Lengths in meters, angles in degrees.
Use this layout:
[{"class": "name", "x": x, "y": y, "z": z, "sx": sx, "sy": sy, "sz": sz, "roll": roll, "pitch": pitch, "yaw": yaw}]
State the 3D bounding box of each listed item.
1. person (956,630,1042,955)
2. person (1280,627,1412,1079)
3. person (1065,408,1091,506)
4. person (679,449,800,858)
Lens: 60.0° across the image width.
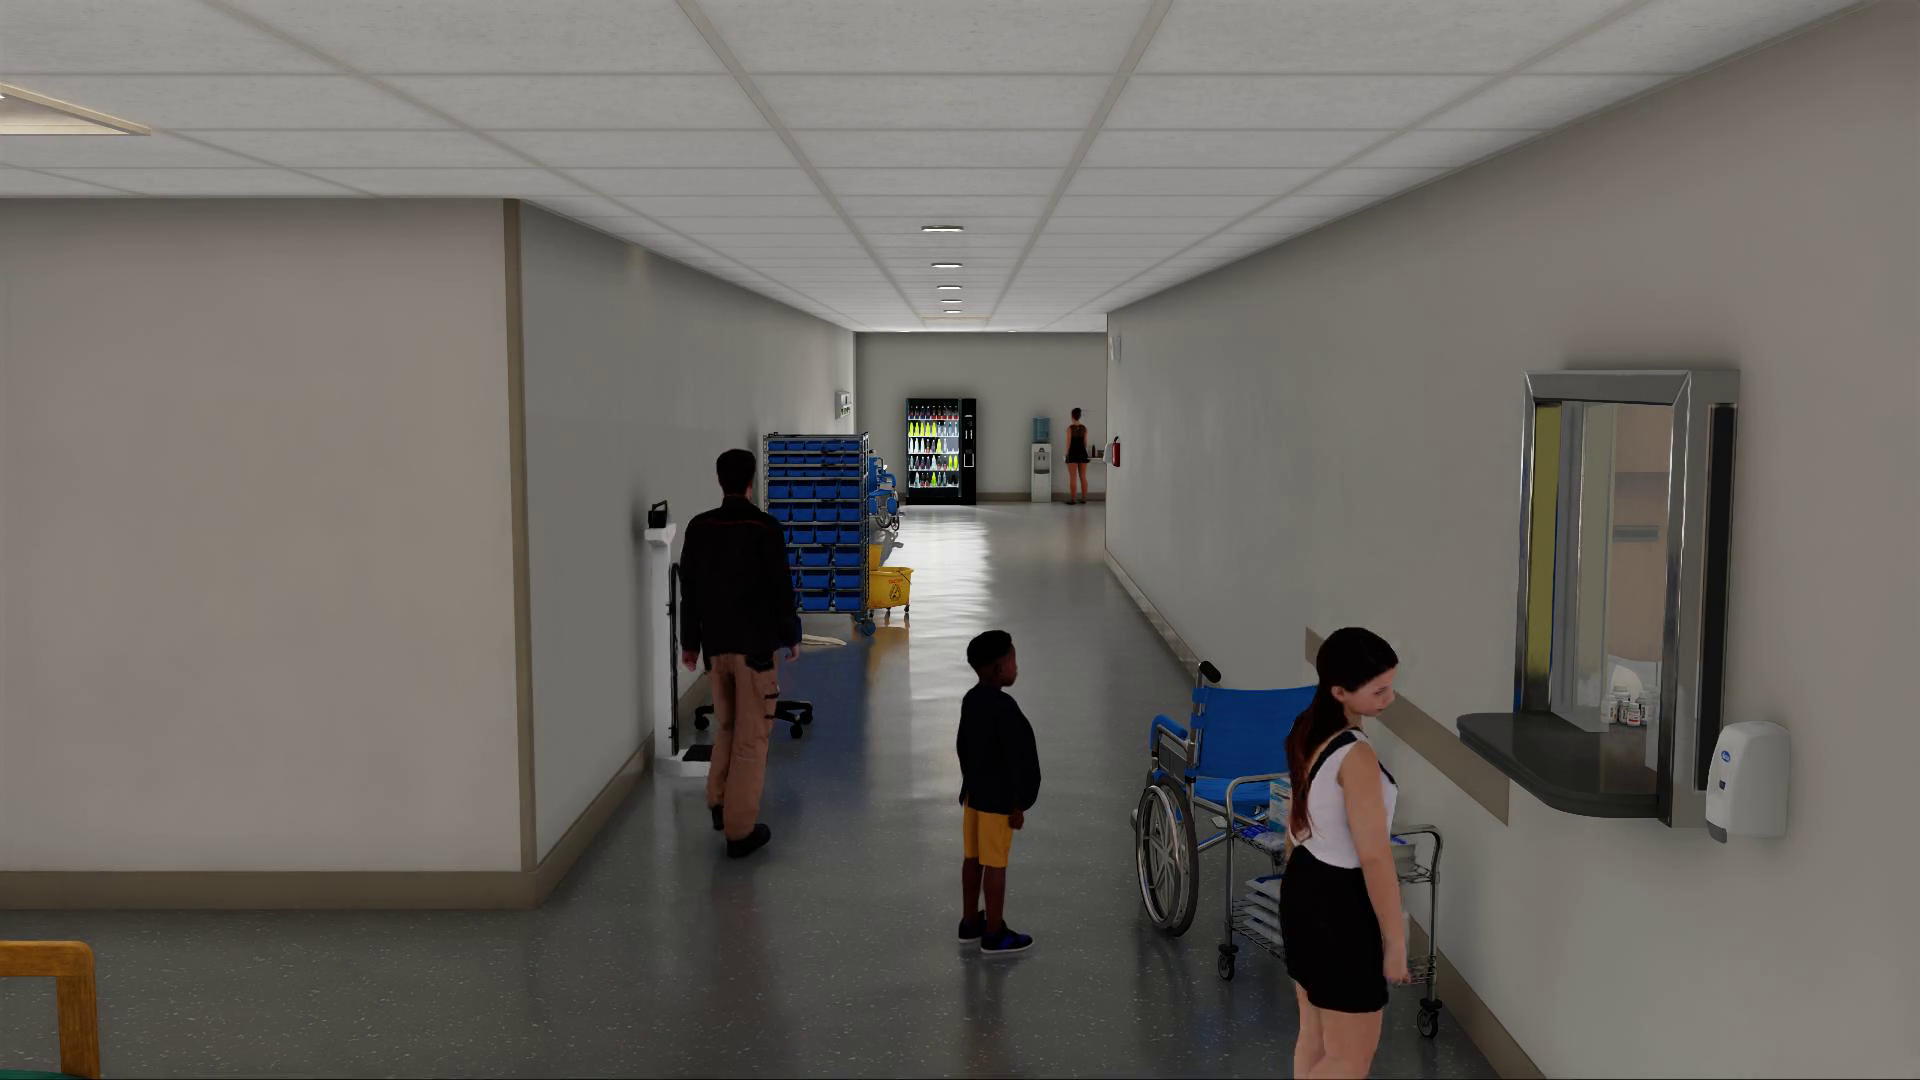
[{"class": "person", "x": 0.115, "y": 0.985, "z": 6.600, "sx": 0.657, "sy": 1.269, "sz": 0.615, "roll": -4, "pitch": 7, "yaw": -33}, {"class": "person", "x": 0.992, "y": 1.020, "z": 4.448, "sx": 0.762, "sy": 1.629, "sz": 0.740, "roll": -4, "pitch": 7, "yaw": -34}, {"class": "person", "x": 2.017, "y": -1.450, "z": 28.778, "sx": 0.625, "sy": 1.674, "sz": 0.725, "roll": -3, "pitch": 6, "yaw": -24}, {"class": "person", "x": -1.074, "y": 0.539, "z": 7.816, "sx": 0.734, "sy": 1.912, "sz": 0.850, "roll": 2, "pitch": 6, "yaw": 20}]
